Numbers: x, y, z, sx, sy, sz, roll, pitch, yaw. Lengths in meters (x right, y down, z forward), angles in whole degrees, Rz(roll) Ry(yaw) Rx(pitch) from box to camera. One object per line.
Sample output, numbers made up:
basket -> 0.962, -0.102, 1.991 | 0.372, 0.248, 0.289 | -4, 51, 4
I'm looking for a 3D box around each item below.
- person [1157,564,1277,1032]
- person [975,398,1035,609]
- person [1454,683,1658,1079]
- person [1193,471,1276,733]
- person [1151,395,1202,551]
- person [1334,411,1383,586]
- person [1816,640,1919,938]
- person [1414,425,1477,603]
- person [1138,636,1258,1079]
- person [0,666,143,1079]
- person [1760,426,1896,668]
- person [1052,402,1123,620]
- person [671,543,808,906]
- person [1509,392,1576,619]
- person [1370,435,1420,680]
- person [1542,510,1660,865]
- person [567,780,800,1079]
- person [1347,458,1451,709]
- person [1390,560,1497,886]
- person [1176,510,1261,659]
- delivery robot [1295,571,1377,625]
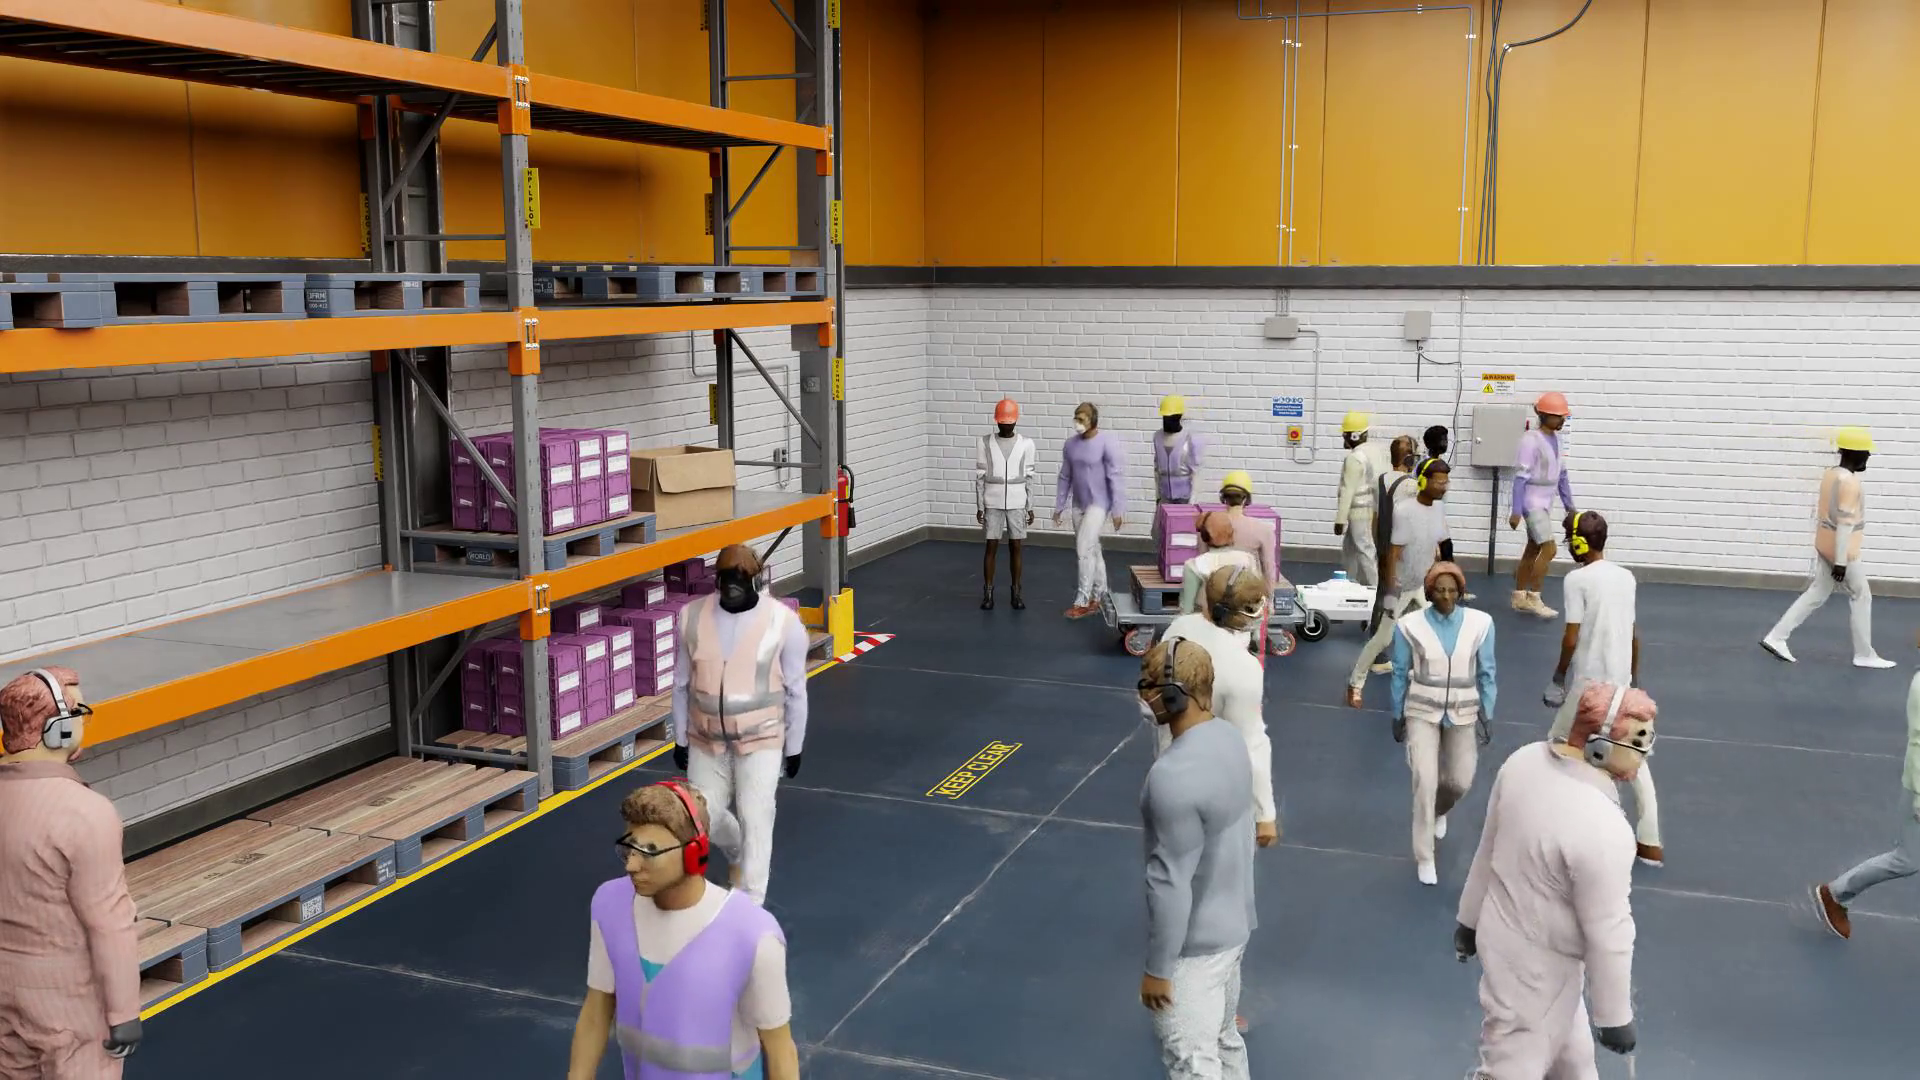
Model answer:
person -> 0.993, 1.024, 6.749 | 0.527, 1.901, 0.733 | -4, 10, -25
person -> 0.413, -0.323, 15.101 | 0.543, 1.928, 0.371 | 0, 9, -2
person -> 1.842, 1.316, 5.096 | 0.854, 1.843, 0.694 | 1, 9, 4
person -> 1.806, 0.421, 10.996 | 0.550, 1.744, 0.436 | 3, 10, 20
person -> 2.070, -0.443, 15.929 | 0.605, 1.904, 0.485 | 9, 13, 43
person -> 3.533, -0.255, 15.012 | 0.720, 1.810, 0.633 | 6, 11, 33
person -> 4.237, 1.076, 7.305 | 0.505, 1.609, 0.744 | -6, 11, -31
person -> 4.358, -0.248, 15.504 | 0.884, 1.653, 0.530 | 8, 12, 42
person -> 0.731, 1.254, 5.235 | 0.391, 1.925, 0.624 | 4, 10, 24
person -> -2.662, 1.312, 4.924 | 0.645, 1.904, 0.401 | 3, 10, 21
person -> 6.763, 0.051, 12.879 | 0.939, 1.888, 0.596 | 2, 9, 10
person -> 1.059, -0.256, 14.707 | 0.797, 1.909, 0.654 | -7, 11, -36
person -> -1.008, 0.907, 7.681 | 0.640, 1.830, 0.605 | 2, 9, 11
person -> 5.172, -0.301, 14.687 | 0.663, 2.016, 0.640 | 7, 12, 39
person -> 3.305, 0.132, 12.508 | 0.346, 1.843, 0.507 | -5, 10, -30
person -> 3.333, 0.751, 8.803 | 0.517, 1.792, 0.992 | -4, 10, -23
person -> -0.736, 1.485, 4.116 | 0.575, 1.813, 0.867 | 7, 11, 36
person -> 3.059, 0.317, 11.504 | 0.553, 1.820, 0.817 | -6, 11, -32
person -> 2.440, 0.884, 8.473 | 0.514, 1.614, 0.633 | 1, 9, 5
person -> 1.546, 0.619, 10.136 | 0.514, 1.610, 0.591 | -5, 10, -28
delivery robot -> 3.174, 0.504, 13.911 | 0.707, 0.478, 0.477 | 1, 9, 6
